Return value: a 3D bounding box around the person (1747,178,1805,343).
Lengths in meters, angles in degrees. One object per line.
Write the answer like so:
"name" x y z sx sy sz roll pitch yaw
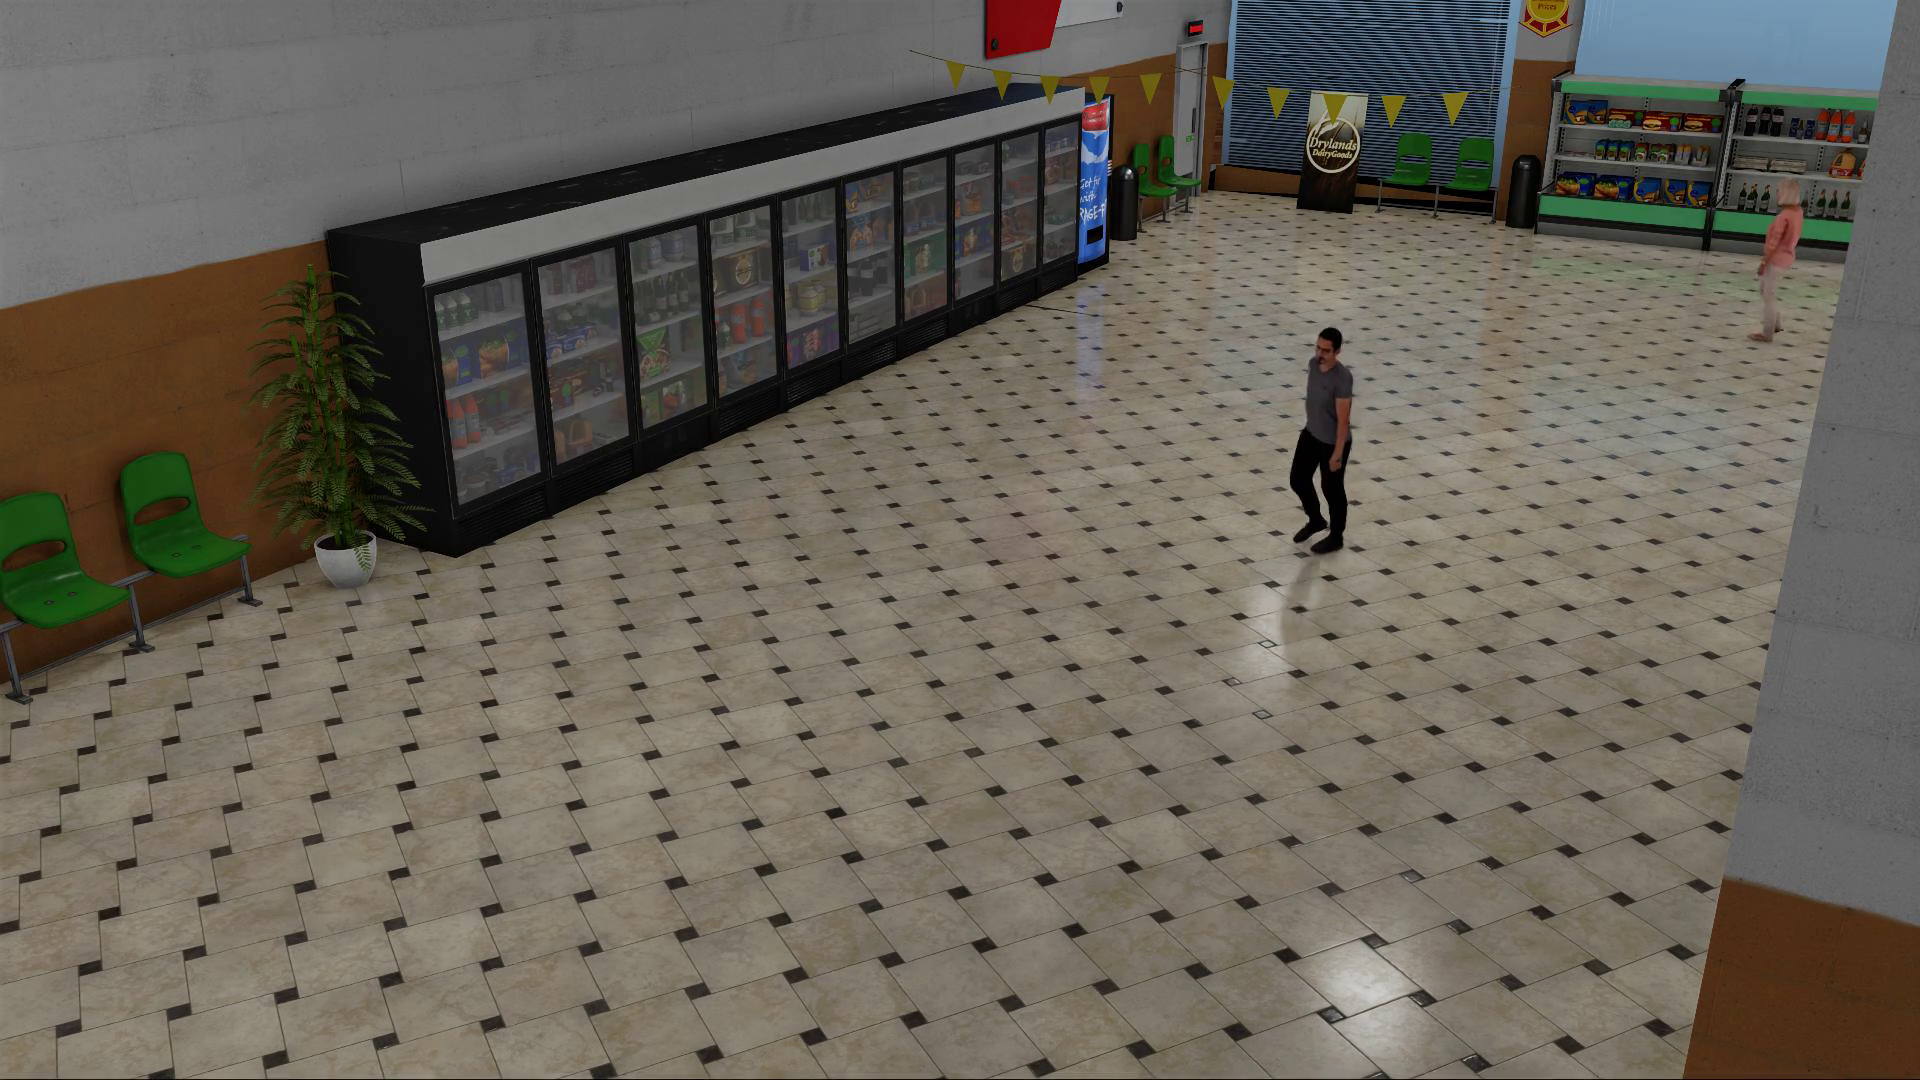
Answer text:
"person" 8.596 -2.892 17.309 0.671 1.717 0.659 -20 29 -41

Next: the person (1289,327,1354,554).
"person" 2.667 -0.725 11.919 0.870 1.716 0.801 -9 24 -21
